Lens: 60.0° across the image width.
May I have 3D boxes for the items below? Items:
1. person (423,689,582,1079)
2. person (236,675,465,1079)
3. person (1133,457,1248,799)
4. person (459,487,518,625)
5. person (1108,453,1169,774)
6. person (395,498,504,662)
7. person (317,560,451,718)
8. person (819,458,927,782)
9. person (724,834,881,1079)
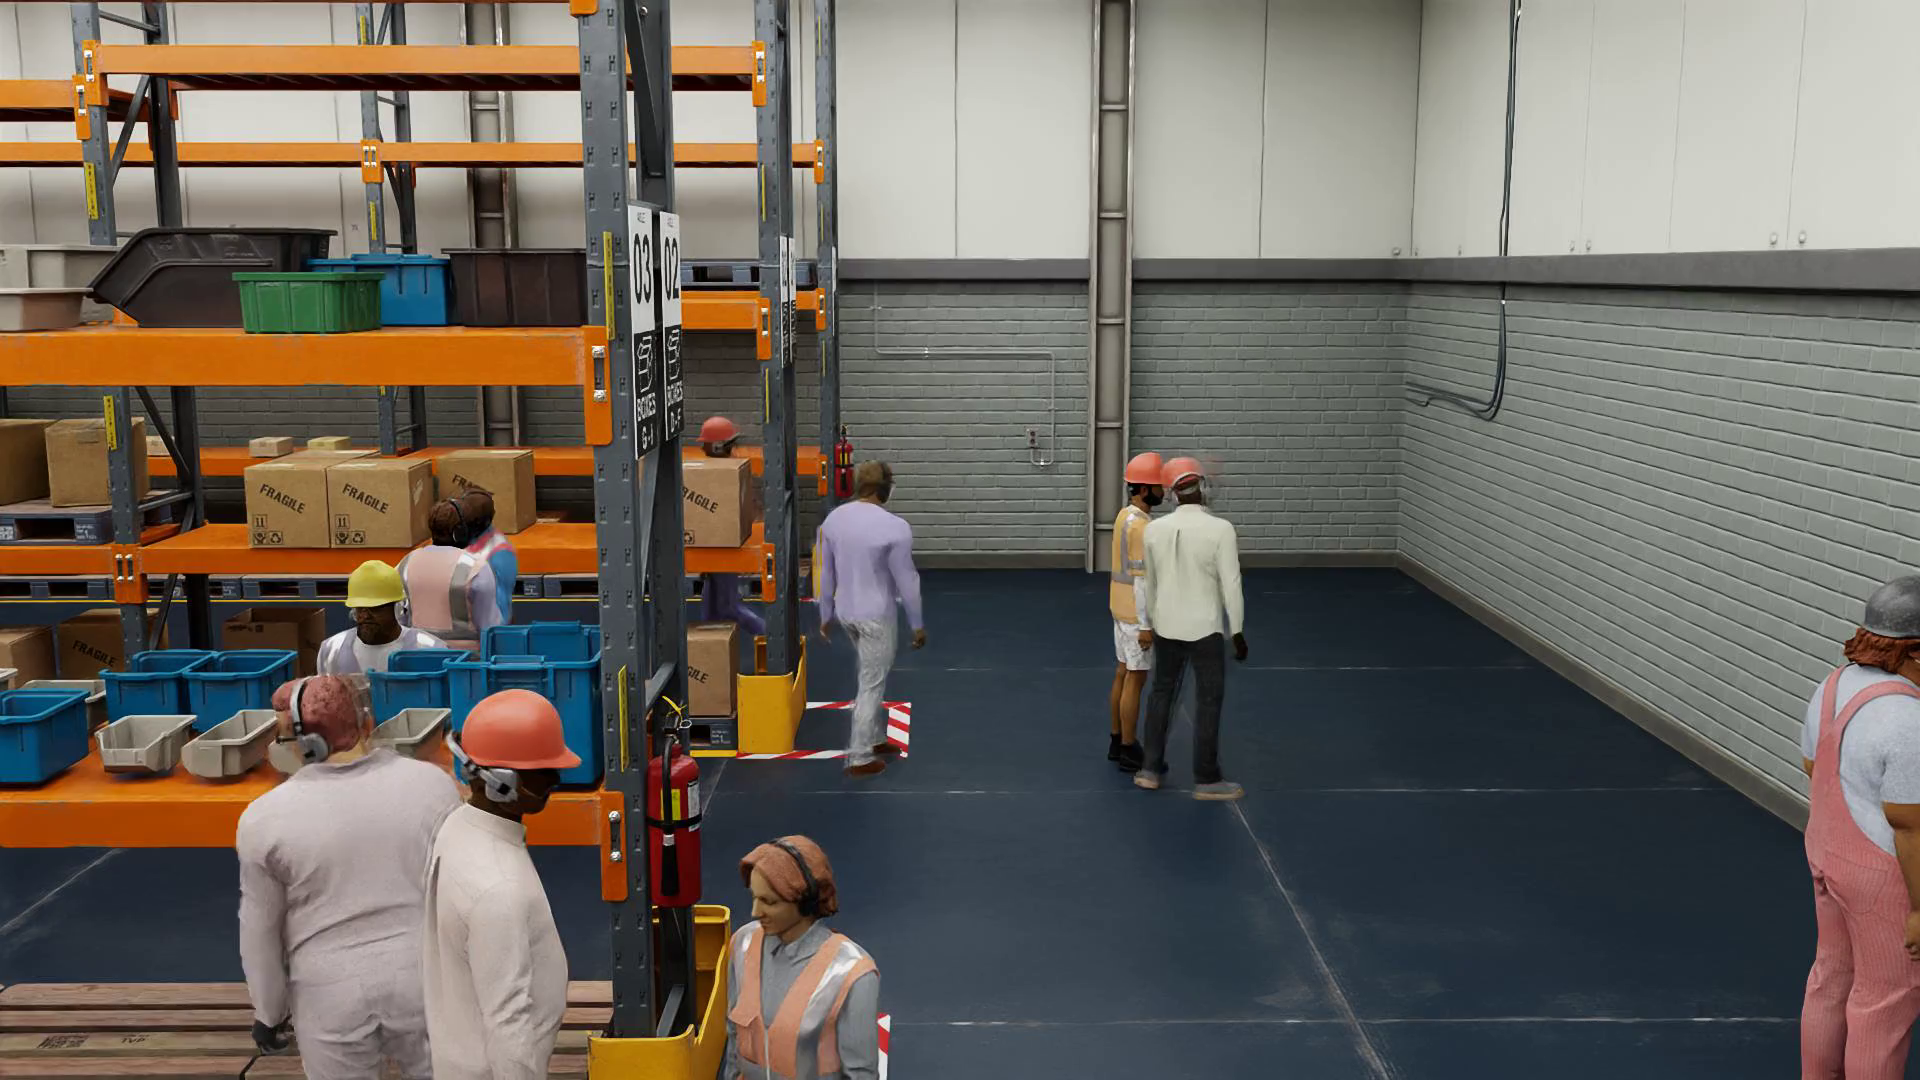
[{"bbox_3d":[-1.165,1.354,4.323,0.410,1.980,0.627,-4,10,-23],"label":"person"},{"bbox_3d":[-1.744,1.304,4.971,0.752,1.879,0.408,-6,11,-33],"label":"person"},{"bbox_3d":[1.304,0.520,9.535,0.683,1.955,0.451,8,12,41],"label":"person"},{"bbox_3d":[-2.840,0.574,9.665,0.725,1.807,0.433,9,13,43],"label":"person"},{"bbox_3d":[1.098,0.435,10.073,0.379,1.937,0.548,-1,9,-5],"label":"person"},{"bbox_3d":[-2.647,0.693,8.786,0.633,1.843,0.429,4,10,22],"label":"person"},{"bbox_3d":[-2.423,0.987,7.005,0.587,1.833,0.404,-1,9,-3],"label":"person"},{"bbox_3d":[-0.466,0.459,9.974,0.654,1.914,0.721,8,12,41],"label":"person"},{"bbox_3d":[-0.398,1.537,4.256,0.526,1.632,0.312,7,12,39],"label":"person"}]
